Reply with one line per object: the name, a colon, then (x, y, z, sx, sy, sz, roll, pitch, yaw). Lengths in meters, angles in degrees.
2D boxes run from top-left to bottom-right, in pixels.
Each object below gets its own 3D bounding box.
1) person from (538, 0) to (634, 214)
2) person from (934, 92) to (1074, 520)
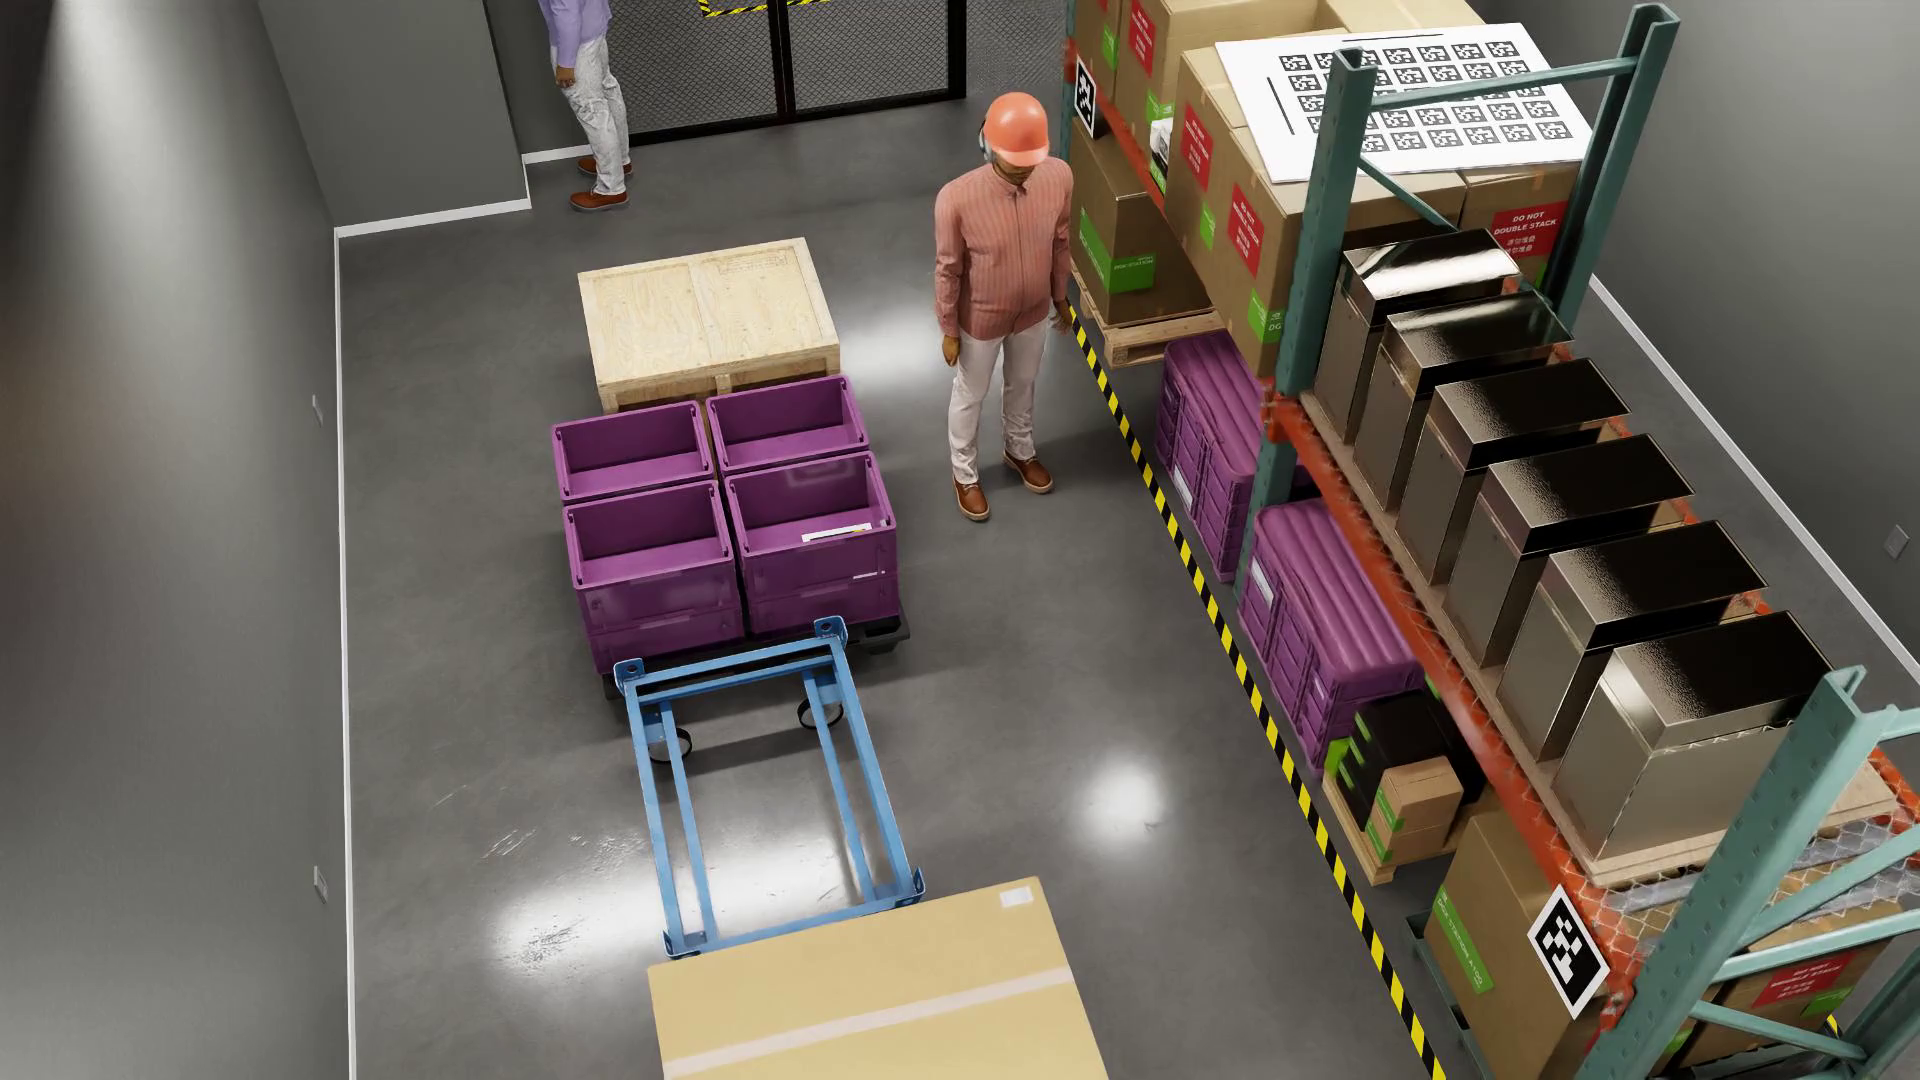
person: (-1.895, -2.514, 8.196, 0.355, 1.936, 0.637, 1, 47, 1)
person: (0.187, -0.924, 6.699, 0.611, 1.993, 0.384, -22, 51, -19)
